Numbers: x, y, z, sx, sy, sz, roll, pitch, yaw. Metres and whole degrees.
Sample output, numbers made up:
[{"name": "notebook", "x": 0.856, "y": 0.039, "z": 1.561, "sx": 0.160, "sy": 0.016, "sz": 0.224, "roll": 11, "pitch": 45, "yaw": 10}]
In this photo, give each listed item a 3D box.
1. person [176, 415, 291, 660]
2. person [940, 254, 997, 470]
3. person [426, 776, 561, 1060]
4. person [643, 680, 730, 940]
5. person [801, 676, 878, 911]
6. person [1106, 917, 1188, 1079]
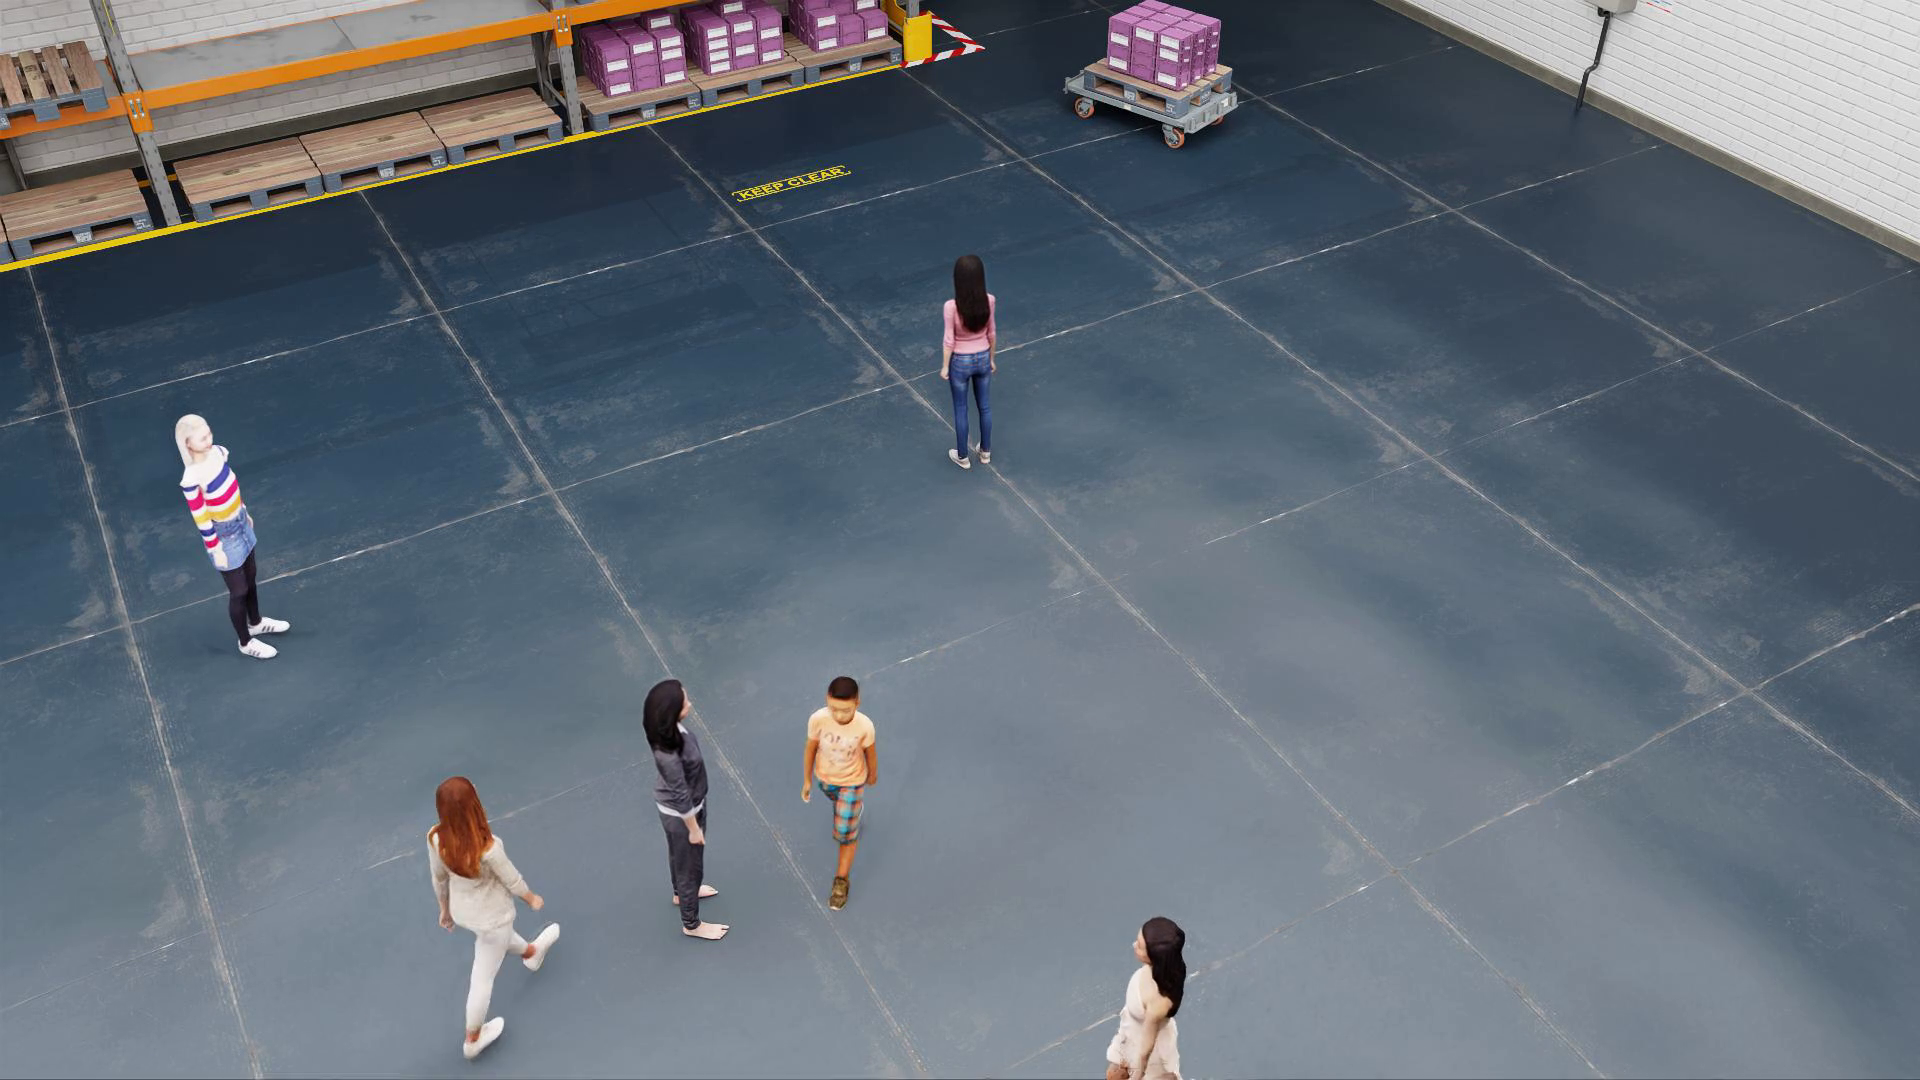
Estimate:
[{"name": "person", "x": -4.679, "y": -0.039, "z": 10.608, "sx": 0.704, "sy": 1.808, "sz": 0.717, "roll": 1, "pitch": 39, "yaw": 1}, {"name": "person", "x": 0.067, "y": -1.312, "z": 12.256, "sx": 0.467, "sy": 1.742, "sz": 0.666, "roll": -14, "pitch": 41, "yaw": -17}, {"name": "person", "x": -2.421, "y": 1.919, "z": 8.272, "sx": 0.983, "sy": 1.665, "sz": 1.160, "roll": 17, "pitch": 42, "yaw": 20}, {"name": "person", "x": -1.482, "y": 1.415, "z": 8.823, "sx": 0.576, "sy": 1.764, "sz": 0.640, "roll": -12, "pitch": 40, "yaw": -14}, {"name": "person", "x": -0.644, "y": 1.267, "z": 9.280, "sx": 0.967, "sy": 1.425, "sz": 1.028, "roll": 10, "pitch": 40, "yaw": 12}, {"name": "person", "x": 0.972, "y": 2.377, "z": 7.669, "sx": 1.111, "sy": 1.701, "sz": 0.983, "roll": 4, "pitch": 39, "yaw": 5}]
